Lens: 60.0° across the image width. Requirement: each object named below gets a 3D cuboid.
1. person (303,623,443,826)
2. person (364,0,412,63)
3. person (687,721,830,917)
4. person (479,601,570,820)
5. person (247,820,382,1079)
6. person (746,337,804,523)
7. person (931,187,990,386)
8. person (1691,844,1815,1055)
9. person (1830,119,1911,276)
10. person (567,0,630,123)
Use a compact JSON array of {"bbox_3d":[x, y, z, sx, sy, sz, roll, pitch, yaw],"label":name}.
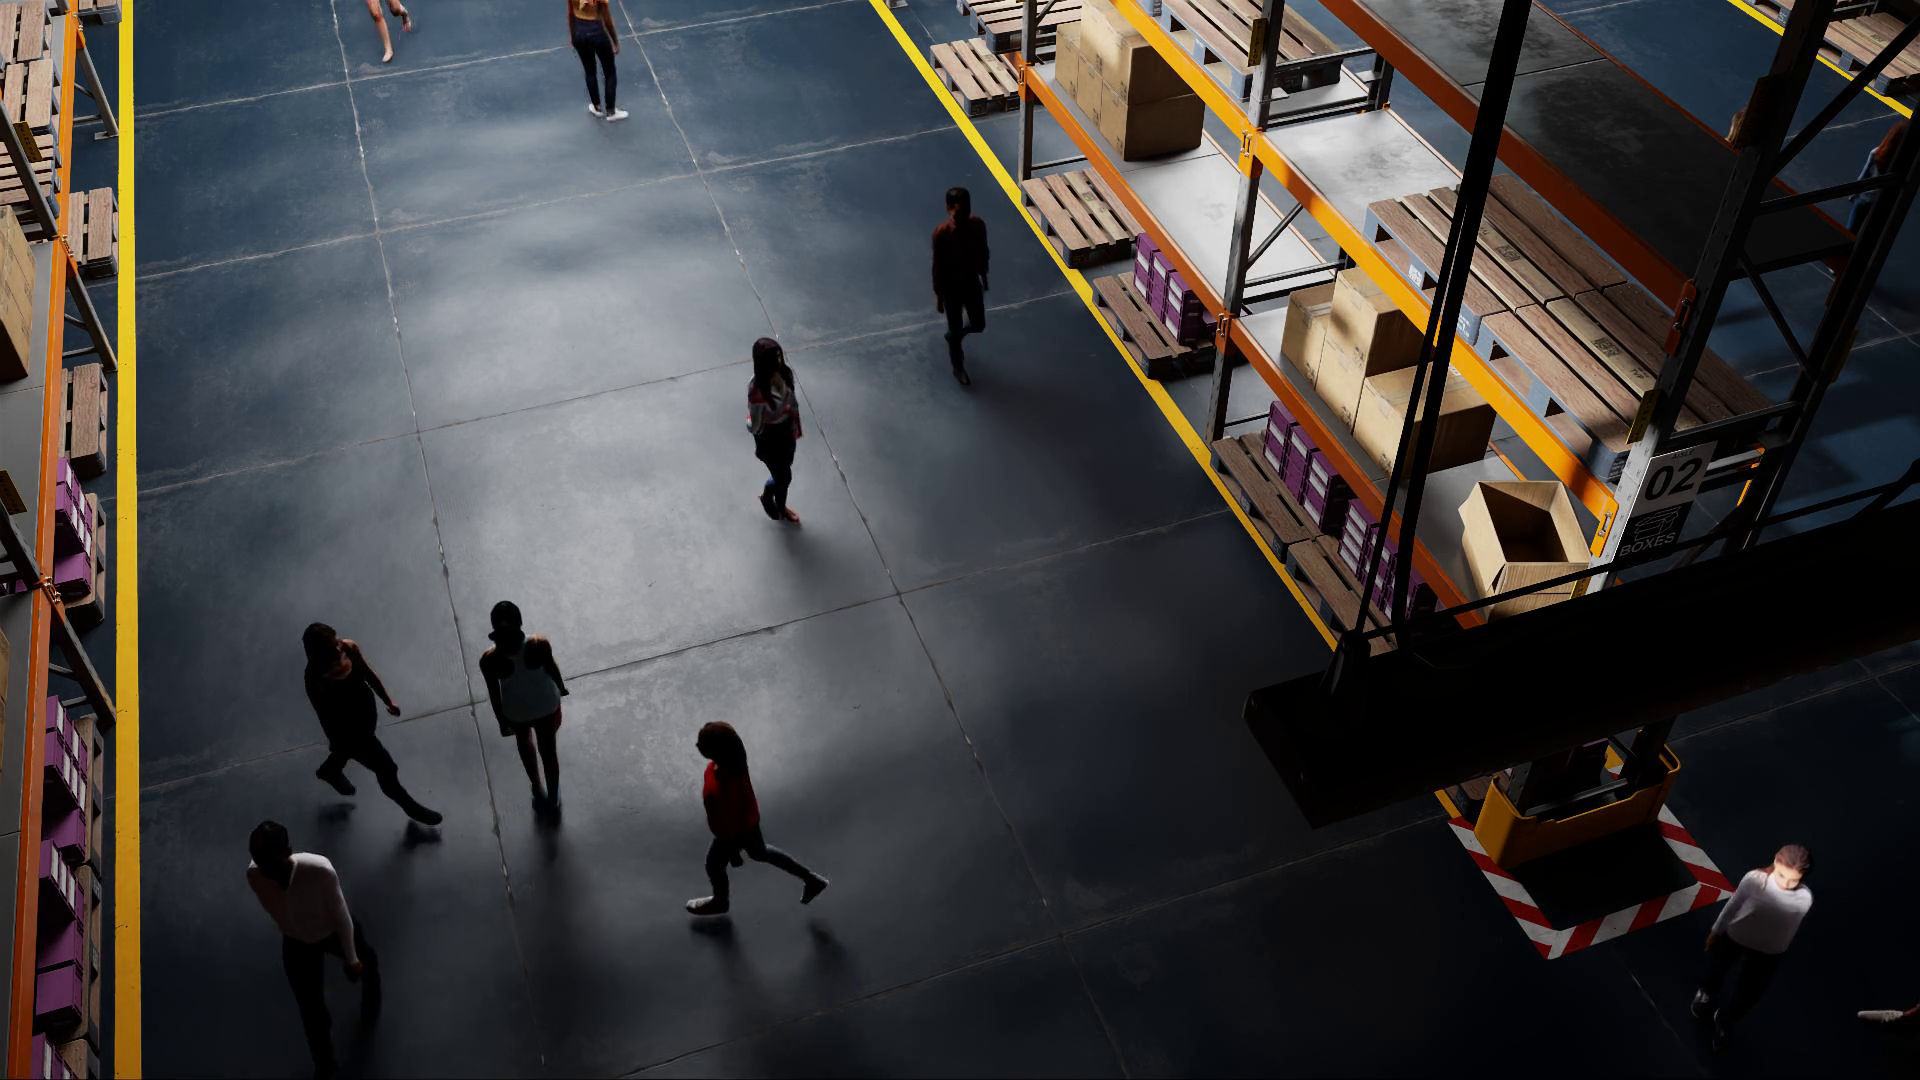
[{"bbox_3d":[-3.669,1.060,9.909,1.084,1.656,1.113,12,45,13],"label":"person"},{"bbox_3d":[-5.980,-5.834,17.119,0.813,1.692,0.997,3,44,3],"label":"person"},{"bbox_3d":[-1.179,1.606,9.320,0.941,1.677,1.104,1,44,1],"label":"person"},{"bbox_3d":[-2.525,1.056,9.844,0.615,1.751,0.674,-10,45,-11],"label":"person"},{"bbox_3d":[-3.349,1.998,8.793,0.876,1.838,1.202,-2,44,-2],"label":"person"},{"bbox_3d":[-1.382,-0.795,11.890,0.761,1.609,0.725,27,50,26],"label":"person"},{"bbox_3d":[-0.045,-2.044,13.085,0.698,1.769,0.736,-19,47,-19],"label":"person"},{"bbox_3d":[4.270,2.073,8.928,0.728,1.541,0.781,22,48,21],"label":"person"},{"bbox_3d":[7.823,-2.906,14.203,0.626,1.476,0.699,21,47,20],"label":"person"},{"bbox_3d":[-3.595,-4.859,16.158,0.758,1.606,0.756,-3,44,-3],"label":"person"}]
